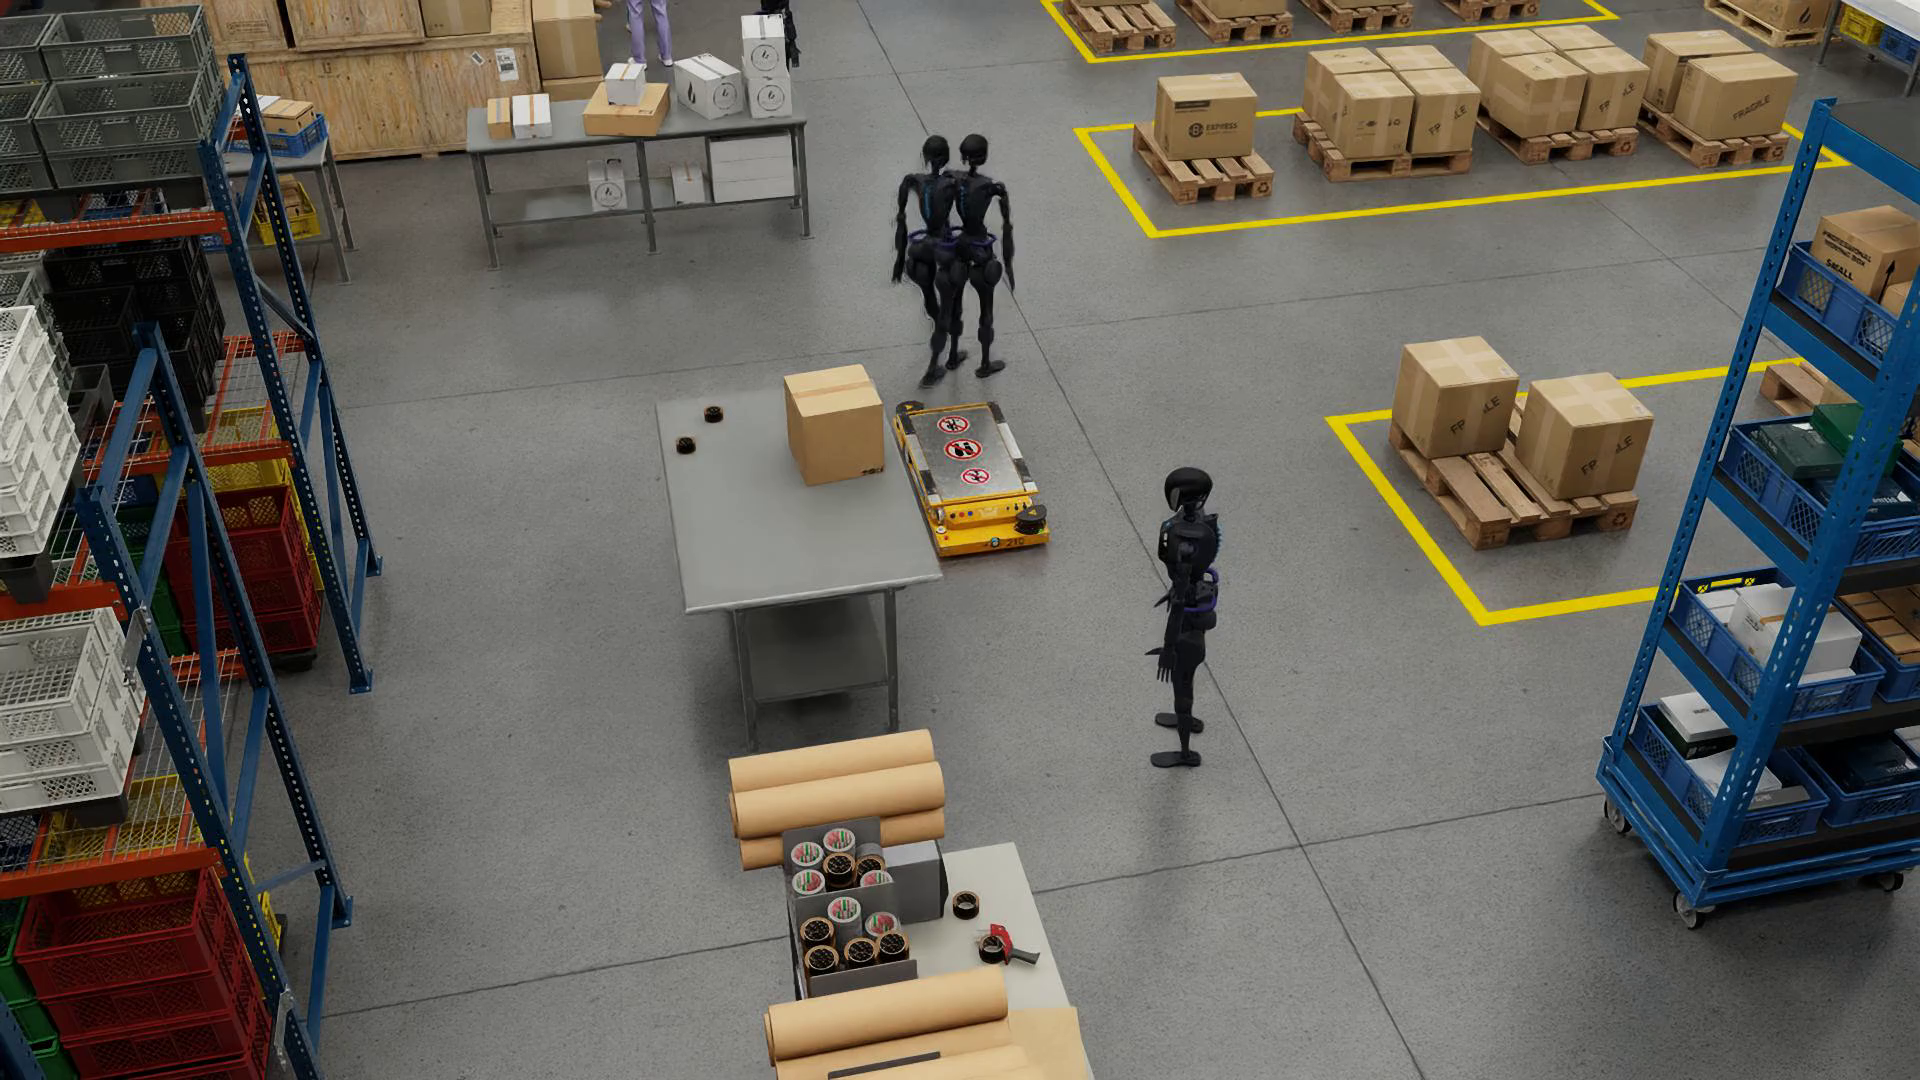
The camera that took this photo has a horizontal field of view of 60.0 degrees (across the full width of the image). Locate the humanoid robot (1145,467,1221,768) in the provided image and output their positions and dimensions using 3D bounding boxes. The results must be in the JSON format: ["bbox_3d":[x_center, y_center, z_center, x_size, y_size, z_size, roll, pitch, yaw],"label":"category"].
[{"bbox_3d":[1.060,0.355,7.894,0.328,1.652,0.573,5,37,7],"label":"humanoid robot"}]

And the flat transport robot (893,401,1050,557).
[{"bbox_3d":[0.046,-0.430,10.108,0.652,0.197,1.431,-8,37,-10],"label":"flat transport robot"}]

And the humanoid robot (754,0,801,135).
[{"bbox_3d":[-1.548,-4.291,14.126,0.323,1.660,0.596,-20,41,-24],"label":"humanoid robot"}]

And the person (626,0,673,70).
[{"bbox_3d":[-2.951,-5.311,15.314,0.588,1.919,0.404,-14,39,-18],"label":"person"}]

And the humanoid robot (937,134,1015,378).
[{"bbox_3d":[0.093,-1.863,10.867,0.610,1.656,0.343,18,40,22],"label":"humanoid robot"}]

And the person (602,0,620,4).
[{"bbox_3d":[-3.868,-6.188,16.471,0.877,1.942,0.615,0,37,0],"label":"person"}]

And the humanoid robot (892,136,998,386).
[{"bbox_3d":[-0.114,-1.873,10.916,0.585,1.620,0.772,17,40,22],"label":"humanoid robot"}]

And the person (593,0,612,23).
[{"bbox_3d":[-3.720,-6.178,16.375,0.537,2.000,0.687,4,37,5],"label":"person"}]

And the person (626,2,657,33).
[{"bbox_3d":[-3.133,-5.792,16.083,0.532,1.768,0.309,-9,38,-12],"label":"person"}]
